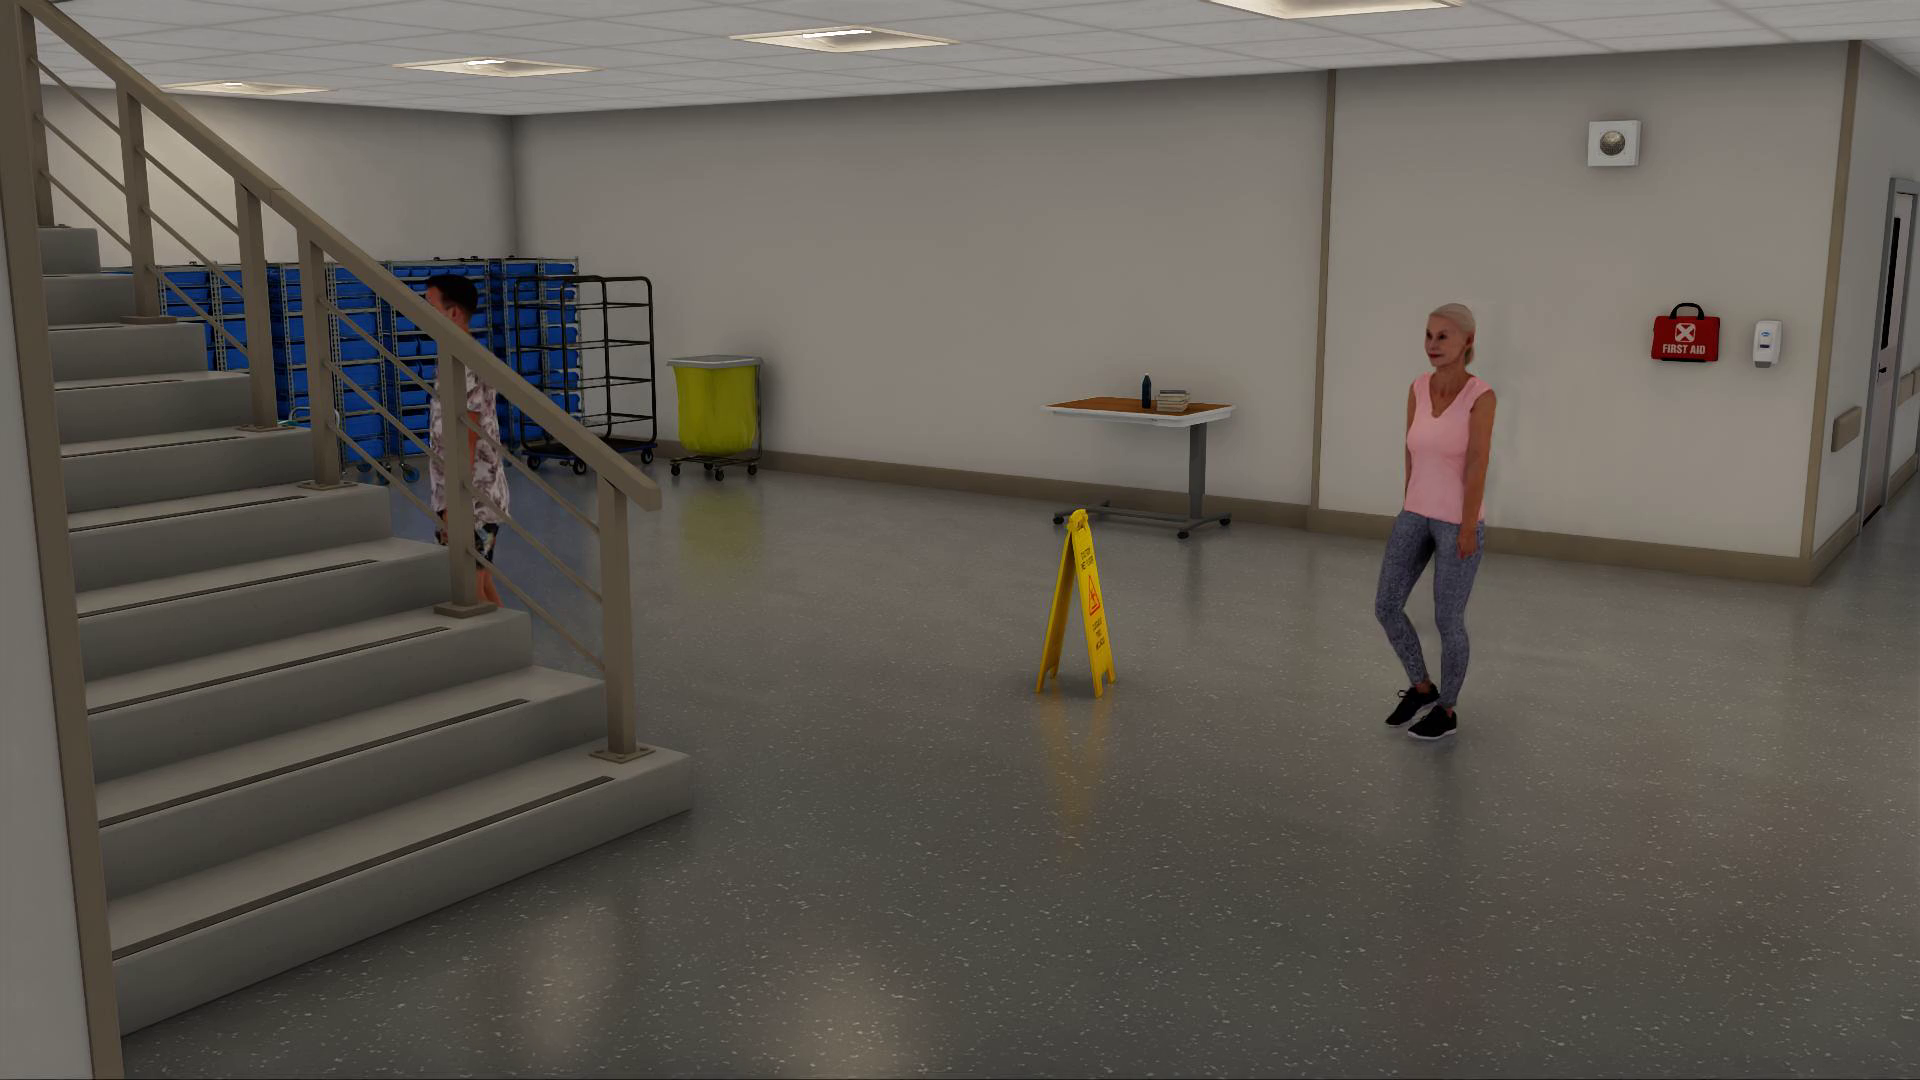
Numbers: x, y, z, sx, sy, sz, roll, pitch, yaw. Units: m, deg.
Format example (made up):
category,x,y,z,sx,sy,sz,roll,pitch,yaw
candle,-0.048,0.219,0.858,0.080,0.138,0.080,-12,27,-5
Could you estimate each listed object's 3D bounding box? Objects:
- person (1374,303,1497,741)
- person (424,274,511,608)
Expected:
category,x,y,z,sx,sy,sz,roll,pitch,yaw
person,1.946,-0.069,6.554,0.698,1.718,0.595,-8,13,-37
person,-2.078,-0.220,7.093,0.824,1.815,0.754,-2,11,-13
